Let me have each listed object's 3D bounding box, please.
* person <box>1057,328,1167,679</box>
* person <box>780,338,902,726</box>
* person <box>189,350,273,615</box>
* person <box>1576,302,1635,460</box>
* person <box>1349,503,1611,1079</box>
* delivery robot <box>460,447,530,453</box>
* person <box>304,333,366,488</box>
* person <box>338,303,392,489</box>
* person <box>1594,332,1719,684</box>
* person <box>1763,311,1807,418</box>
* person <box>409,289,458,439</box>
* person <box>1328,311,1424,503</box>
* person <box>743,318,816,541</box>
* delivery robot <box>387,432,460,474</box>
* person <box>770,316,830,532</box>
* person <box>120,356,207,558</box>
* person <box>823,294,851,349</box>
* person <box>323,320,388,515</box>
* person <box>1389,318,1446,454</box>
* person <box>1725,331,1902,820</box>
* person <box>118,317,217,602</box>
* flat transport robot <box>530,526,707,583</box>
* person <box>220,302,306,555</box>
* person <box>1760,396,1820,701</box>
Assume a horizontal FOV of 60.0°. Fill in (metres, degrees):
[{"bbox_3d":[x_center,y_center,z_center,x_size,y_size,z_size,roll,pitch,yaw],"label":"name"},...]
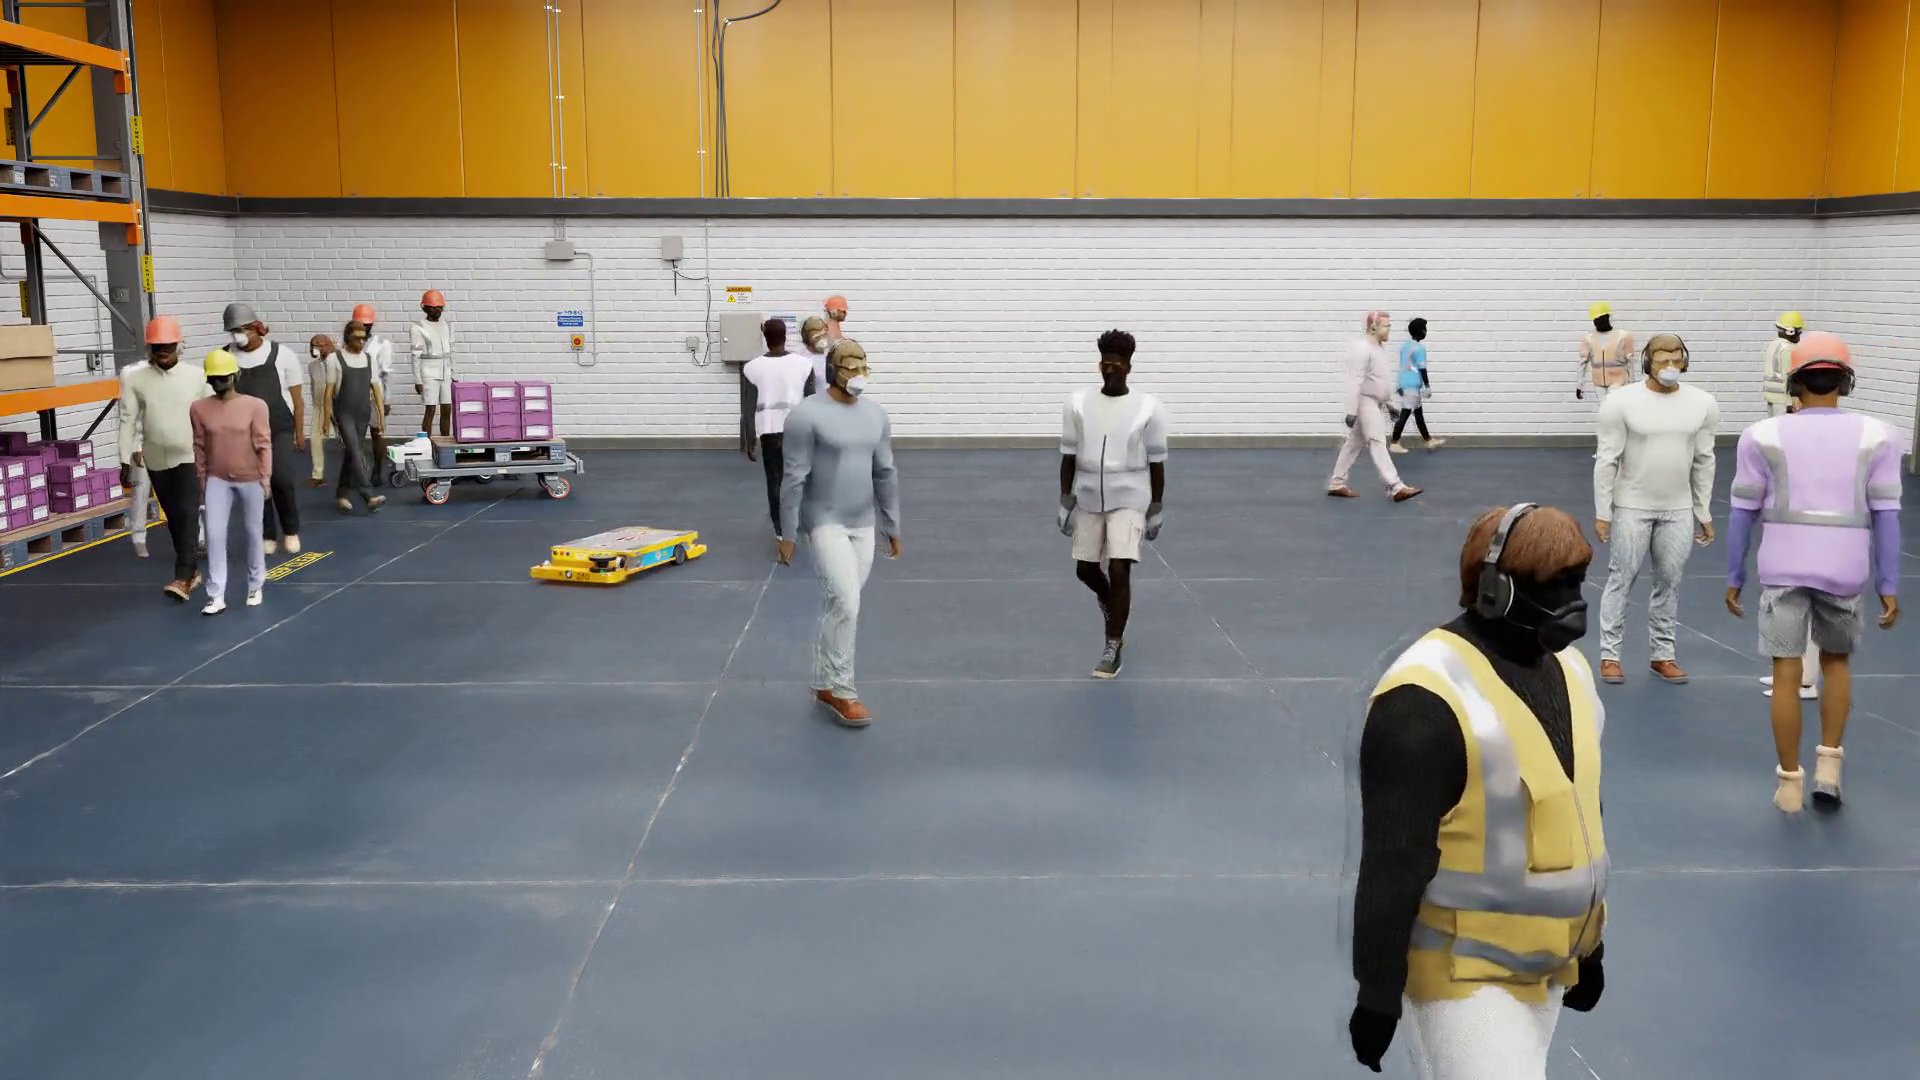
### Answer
[{"bbox_3d":[0.880,-0.234,9.456,0.612,1.945,0.779,4,10,22],"label":"person"},{"bbox_3d":[-0.521,-0.037,8.303,0.714,1.917,0.664,9,13,44],"label":"person"},{"bbox_3d":[-4.792,-0.376,10.946,0.533,1.731,0.795,-2,9,-10],"label":"person"},{"bbox_3d":[7.559,-1.847,19.528,0.615,1.873,0.805,9,13,43],"label":"person"},{"bbox_3d":[1.067,0.834,3.258,0.662,1.823,0.507,-8,12,-42],"label":"person"},{"bbox_3d":[-4.975,-0.951,17.801,0.707,0.478,0.477,-8,12,-41],"label":"delivery robot"},{"bbox_3d":[-6.598,-1.374,17.492,0.498,1.604,0.772,3,10,18],"label":"person"},{"bbox_3d":[-6.130,-1.462,17.079,0.561,1.905,0.773,-1,9,-4],"label":"person"},{"bbox_3d":[3.776,-0.167,9.071,0.643,1.935,0.364,0,9,0],"label":"person"},{"bbox_3d":[8.625,-1.475,17.402,0.404,1.831,0.599,1,9,8],"label":"person"},{"bbox_3d":[-6.168,-1.931,19.609,0.409,2.029,0.613,6,11,32],"label":"person"},{"bbox_3d":[4.070,-1.299,16.245,0.994,1.852,0.656,5,10,27],"label":"person"},{"bbox_3d":[-1.460,-0.863,13.522,0.605,1.877,0.968,0,9,-2],"label":"person"},{"bbox_3d":[-5.633,-0.893,17.445,0.707,0.478,0.477,-4,10,-26],"label":"delivery robot"},{"bbox_3d":[-1.251,-0.943,14.003,1.000,1.891,0.664,5,10,28],"label":"person"},{"bbox_3d":[-6.208,-0.752,12.995,0.602,1.830,0.816,-8,12,-41],"label":"person"},{"bbox_3d":[-1.570,-1.955,19.916,0.748,1.971,0.625,-1,9,-6],"label":"person"},{"bbox_3d":[-5.583,-1.131,15.416,0.996,1.785,0.528,7,12,39],"label":"person"},{"bbox_3d":[5.649,-1.877,20.383,0.842,1.657,0.550,-1,9,-5],"label":"person"},{"bbox_3d":[3.544,0.146,6.936,0.644,2.004,0.592,4,10,21],"label":"person"},{"bbox_3d":[-5.450,-0.560,11.482,0.631,1.937,1.048,-2,9,-10],"label":"person"},{"bbox_3d":[-2.547,0.096,12.536,0.652,0.197,1.431,3,10,20],"label":"flat transport robot"},{"bbox_3d":[-5.554,-0.882,13.122,0.693,2.000,0.542,-2,9,-11],"label":"person"},{"bbox_3d":[4.464,0.028,8.786,0.318,1.634,0.529,4,10,25],"label":"person"}]
